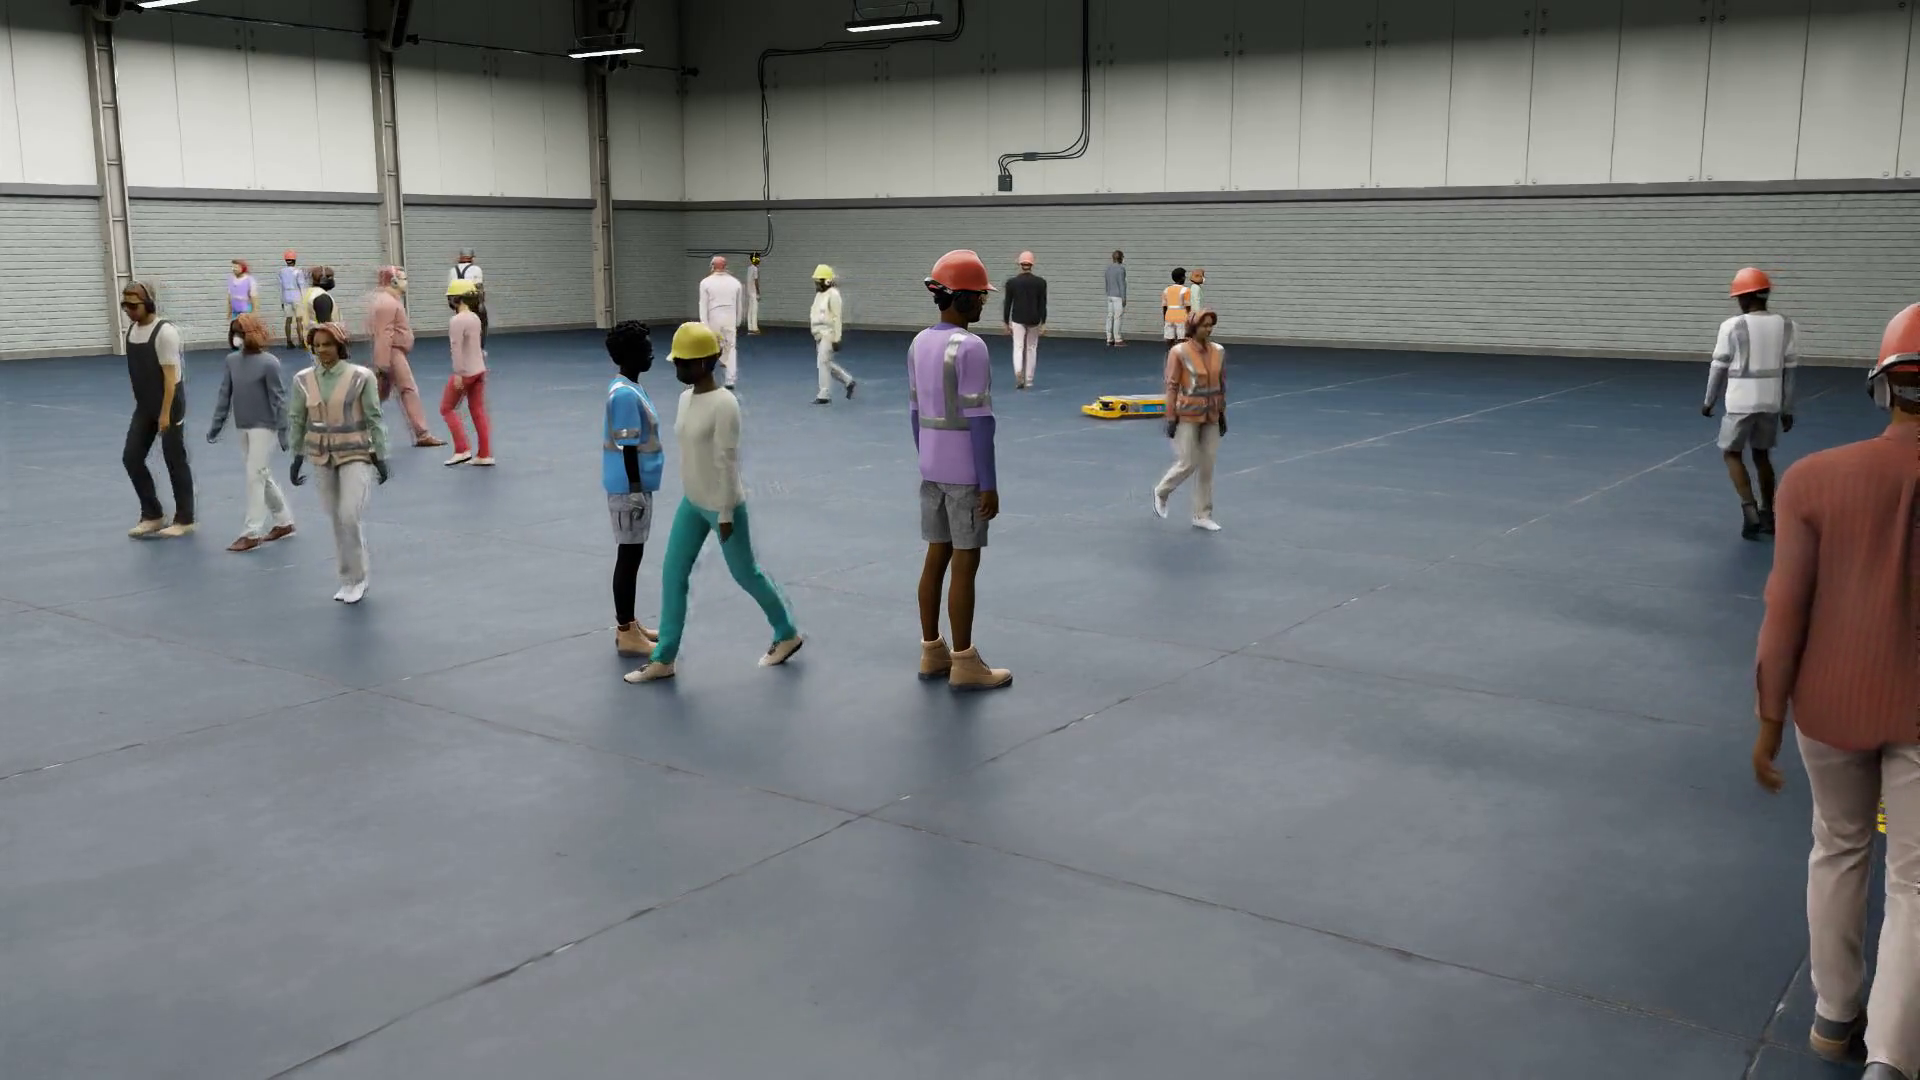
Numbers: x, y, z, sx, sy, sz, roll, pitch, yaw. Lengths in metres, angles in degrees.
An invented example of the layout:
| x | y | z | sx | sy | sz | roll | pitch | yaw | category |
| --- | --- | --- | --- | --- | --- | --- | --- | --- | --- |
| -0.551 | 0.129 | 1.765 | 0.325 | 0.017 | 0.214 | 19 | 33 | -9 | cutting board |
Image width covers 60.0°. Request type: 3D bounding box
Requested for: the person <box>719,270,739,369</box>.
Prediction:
| x | y | z | sx | sy | sz | roll | pitch | yaw | category |
| --- | --- | --- | --- | --- | --- | --- | --- | --- | --- |
| -3.857 | -3.644 | 27.540 | 0.279 | 1.633 | 0.505 | -4 | 11 | -22 | person |

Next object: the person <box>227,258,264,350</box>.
| x | y | z | sx | sy | sz | roll | pitch | yaw | category |
| --- | --- | --- | --- | --- | --- | --- | --- | --- | --- |
| -12.020 | -3.815 | 27.960 | 0.581 | 1.824 | 0.629 | 5 | 11 | 25 | person |

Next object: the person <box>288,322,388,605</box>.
| x | y | z | sx | sy | sz | roll | pitch | yaw | category |
| --- | --- | --- | --- | --- | --- | --- | --- | --- | --- |
| -3.599 | -0.431 | 9.552 | 0.546 | 1.618 | 0.523 | 1 | 10 | 8 | person |

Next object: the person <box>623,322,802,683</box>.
| x | y | z | sx | sy | sz | roll | pitch | yaw | category |
| --- | --- | --- | --- | --- | --- | --- | --- | --- | --- |
| -1.157 | -0.192 | 7.984 | 0.905 | 1.717 | 0.528 | -8 | 13 | -39 | person |

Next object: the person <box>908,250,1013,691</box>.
| x | y | z | sx | sy | sz | roll | pitch | yaw | category |
| --- | --- | --- | --- | --- | --- | --- | --- | --- | --- |
| -0.004 | -0.321 | 7.781 | 0.371 | 2.044 | 0.608 | -6 | 12 | -32 | person |

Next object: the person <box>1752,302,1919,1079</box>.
| x | y | z | sx | sy | sz | roll | pitch | yaw | category |
| --- | --- | --- | --- | --- | --- | --- | --- | --- | --- |
| 2.211 | 0.415 | 3.923 | 0.634 | 1.958 | 0.942 | 7 | 12 | 35 | person |

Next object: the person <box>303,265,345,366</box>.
| x | y | z | sx | sy | sz | roll | pitch | yaw | category |
| --- | --- | --- | --- | --- | --- | --- | --- | --- | --- |
| -7.133 | -2.166 | 18.715 | 0.445 | 1.827 | 0.655 | -6 | 12 | -31 | person |

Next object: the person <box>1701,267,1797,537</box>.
| x | y | z | sx | sy | sz | roll | pitch | yaw | category |
| --- | --- | --- | --- | --- | --- | --- | --- | --- | --- |
| 5.611 | -0.965 | 11.768 | 0.560 | 1.906 | 0.606 | -1 | 10 | -6 | person |

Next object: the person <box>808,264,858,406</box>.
| x | y | z | sx | sy | sz | roll | pitch | yaw | category |
| --- | --- | --- | --- | --- | --- | --- | --- | --- | --- |
| -1.646 | -2.636 | 21.417 | 0.673 | 1.814 | 0.600 | -5 | 11 | -25 | person |

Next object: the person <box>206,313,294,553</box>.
| x | y | z | sx | sy | sz | roll | pitch | yaw | category |
| --- | --- | --- | --- | --- | --- | --- | --- | --- | --- |
| -4.856 | -0.750 | 11.412 | 0.513 | 1.605 | 0.670 | 6 | 12 | 30 | person |

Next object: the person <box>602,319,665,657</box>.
| x | y | z | sx | sy | sz | roll | pitch | yaw | category |
| --- | --- | --- | --- | --- | --- | --- | --- | --- | --- |
| -1.653 | -0.265 | 8.435 | 0.315 | 1.696 | 0.541 | -2 | 10 | -12 | person |

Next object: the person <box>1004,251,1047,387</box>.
| x | y | z | sx | sy | sz | roll | pitch | yaw | category |
| --- | --- | --- | --- | --- | --- | --- | --- | --- | --- |
| 0.940 | -3.165 | 23.933 | 0.622 | 1.970 | 0.859 | 1 | 10 | 3 | person |

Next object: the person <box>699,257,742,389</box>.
| x | y | z | sx | sy | sz | roll | pitch | yaw | category |
| --- | --- | --- | --- | --- | --- | --- | --- | --- | --- |
| -3.478 | -3.107 | 23.871 | 0.679 | 1.869 | 0.911 | -5 | 11 | -28 | person |

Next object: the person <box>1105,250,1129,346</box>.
| x | y | z | sx | sy | sz | roll | pitch | yaw | category |
| --- | --- | --- | --- | --- | --- | --- | --- | --- | --- |
| 3.164 | -4.882 | 33.620 | 0.373 | 1.940 | 0.628 | -6 | 12 | -29 | person |

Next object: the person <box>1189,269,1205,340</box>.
| x | y | z | sx | sy | sz | roll | pitch | yaw | category |
| --- | --- | --- | --- | --- | --- | --- | --- | --- | --- |
| 4.091 | -3.859 | 28.742 | 0.271 | 1.632 | 0.508 | 0 | 10 | 1 | person |

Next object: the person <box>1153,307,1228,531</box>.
| x | y | z | sx | sy | sz | roll | pitch | yaw | category |
| --- | --- | --- | --- | --- | --- | --- | --- | --- | --- |
| 1.684 | -0.882 | 12.113 | 0.519 | 1.626 | 0.475 | -6 | 12 | -32 | person |

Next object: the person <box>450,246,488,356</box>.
| x | y | z | sx | sy | sz | roll | pitch | yaw | category |
| --- | --- | --- | --- | --- | --- | --- | --- | --- | --- |
| -8.919 | -4.344 | 30.322 | 0.705 | 2.000 | 0.632 | 4 | 11 | 21 | person |

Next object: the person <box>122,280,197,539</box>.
| x | y | z | sx | sy | sz | roll | pitch | yaw | category |
| --- | --- | --- | --- | --- | --- | --- | --- | --- | --- |
| -5.649 | -0.894 | 11.622 | 0.517 | 1.813 | 0.563 | 4 | 11 | 23 | person |

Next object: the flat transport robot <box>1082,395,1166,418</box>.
| x | y | z | sx | sy | sz | roll | pitch | yaw | category |
| --- | --- | --- | --- | --- | --- | --- | --- | --- | --- |
| 2.261 | -1.624 | 20.040 | 1.431 | 0.197 | 0.652 | -3 | 11 | -17 | flat transport robot |

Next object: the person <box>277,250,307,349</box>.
| x | y | z | sx | sy | sz | roll | pitch | yaw | category |
| --- | --- | --- | --- | --- | --- | --- | --- | --- | --- |
| -13.110 | -4.723 | 32.719 | 0.551 | 1.942 | 0.345 | 2 | 10 | 9 | person |

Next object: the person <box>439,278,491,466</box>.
| x | y | z | sx | sy | sz | roll | pitch | yaw | category |
| --- | --- | --- | --- | --- | --- | --- | --- | --- | --- |
| -4.635 | -1.544 | 15.454 | 0.546 | 1.747 | 0.545 | 2 | 10 | 11 | person |

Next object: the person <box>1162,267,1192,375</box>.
| x | y | z | sx | sy | sz | roll | pitch | yaw | category |
| --- | --- | --- | --- | --- | --- | --- | --- | --- | --- |
| 3.427 | -3.442 | 26.230 | 0.531 | 1.697 | 0.322 | 9 | 14 | 41 | person |

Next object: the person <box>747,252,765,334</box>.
| x | y | z | sx | sy | sz | roll | pitch | yaw | category |
| --- | --- | --- | --- | --- | --- | --- | --- | --- | --- |
| -4.709 | -5.648 | 38.127 | 0.335 | 1.864 | 0.521 | -5 | 11 | -28 | person |

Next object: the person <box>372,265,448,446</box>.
| x | y | z | sx | sy | sz | roll | pitch | yaw | category |
| --- | --- | --- | --- | --- | --- | --- | --- | --- | --- |
| -5.832 | -1.861 | 16.943 | 0.990 | 1.862 | 0.660 | -4 | 11 | -19 | person |
